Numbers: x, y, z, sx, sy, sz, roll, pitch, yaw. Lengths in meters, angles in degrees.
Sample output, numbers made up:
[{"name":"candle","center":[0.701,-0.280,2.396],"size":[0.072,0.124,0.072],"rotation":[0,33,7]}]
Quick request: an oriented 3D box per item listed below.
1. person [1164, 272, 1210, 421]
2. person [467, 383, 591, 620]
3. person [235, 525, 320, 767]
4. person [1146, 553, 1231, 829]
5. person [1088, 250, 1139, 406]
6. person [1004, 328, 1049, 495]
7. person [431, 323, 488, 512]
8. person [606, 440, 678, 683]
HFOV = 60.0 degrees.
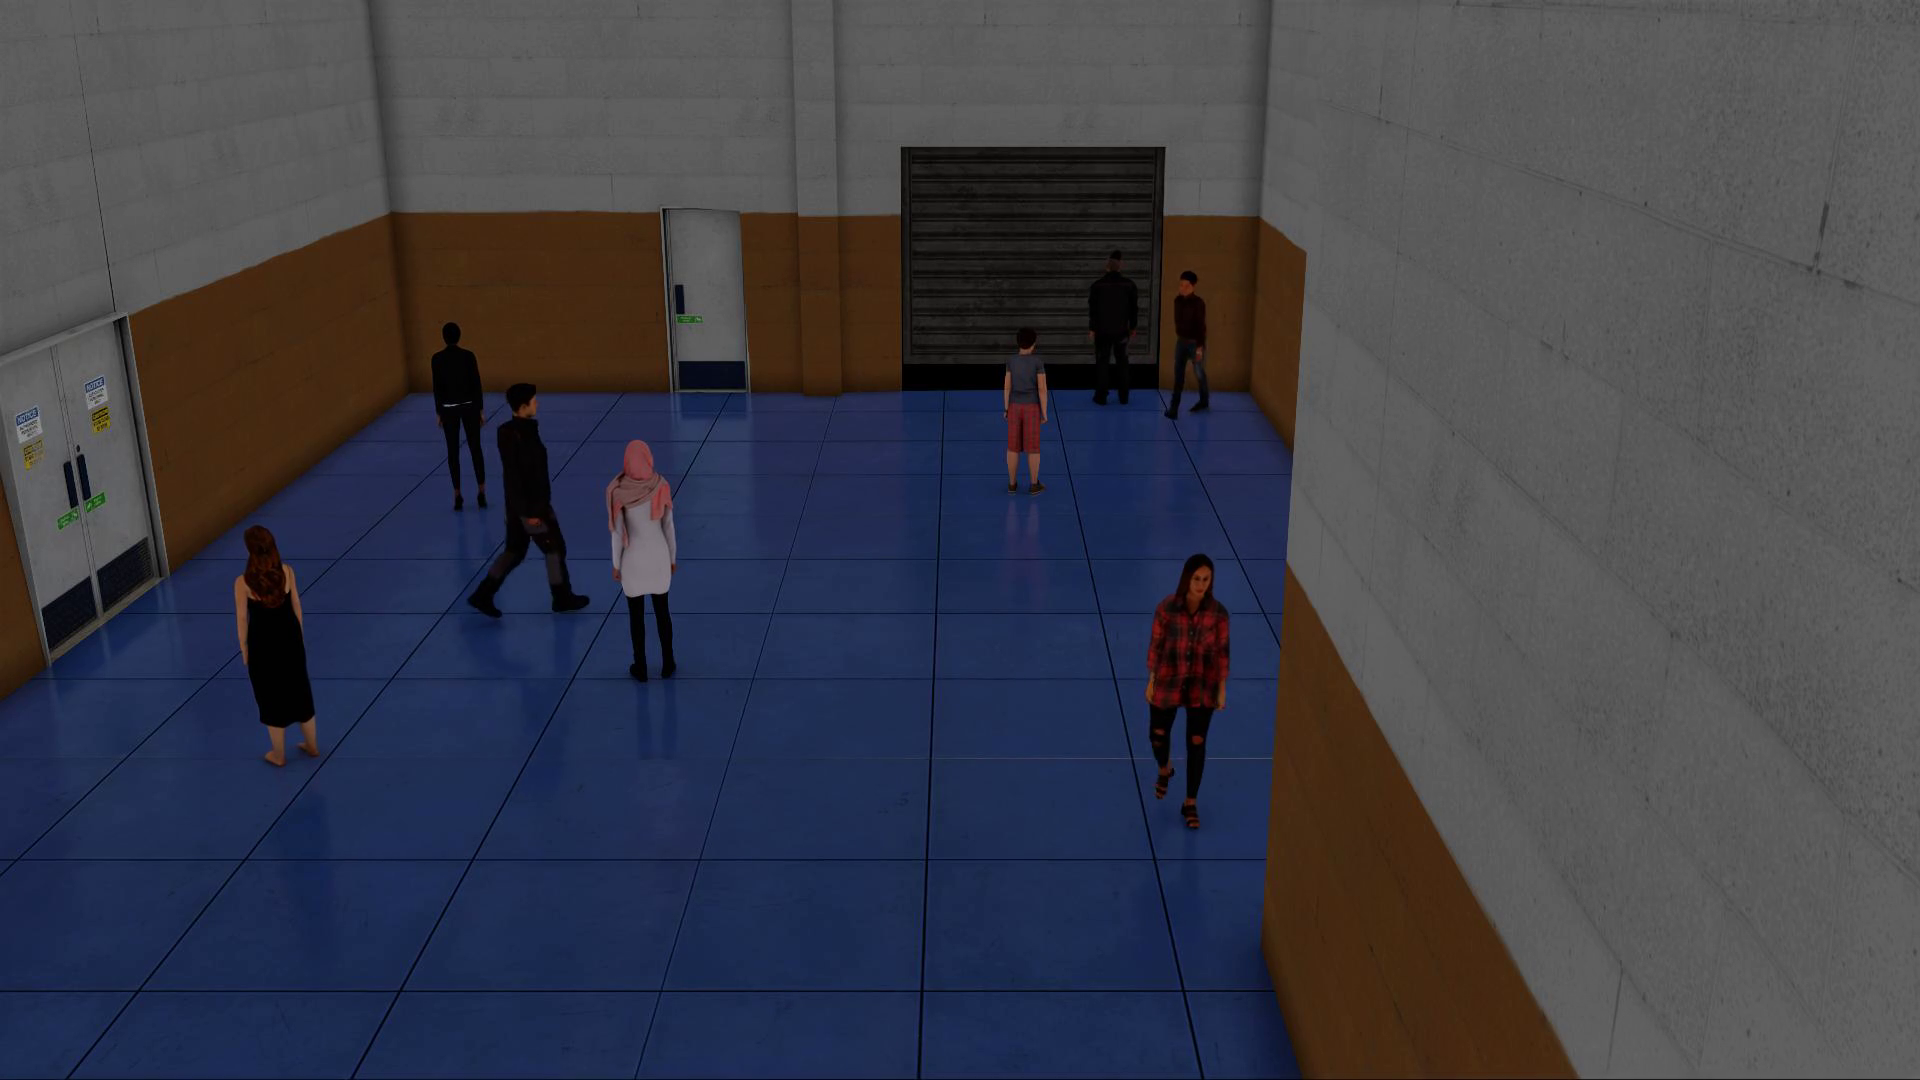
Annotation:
[{"name":"person","center":[2.708,-2.237,19.263],"size":[1.200,1.698,1.207],"rotation":[17,25,41]},{"name":"person","center":[-3.494,-0.275,13.108],"size":[1.283,1.913,1.179],"rotation":[-15,24,-38]},{"name":"person","center":[-4.412,0.679,10.727],"size":[0.671,1.626,0.734],"rotation":[-17,25,-40]},{"name":"person","center":[1.360,0.873,10.047],"size":[0.663,1.694,0.735],"rotation":[2,19,5]},{"name":"person","center":[1.825,-2.550,19.896],"size":[0.570,1.862,0.846],"rotation":[-2,19,-5]},{"name":"person","center":[0.633,-1.282,16.487],"size":[0.544,1.649,0.707],"rotation":[5,19,15]},{"name":"person","center":[-4.784,-1.183,15.923],"size":[0.555,1.834,0.717],"rotation":[-6,19,-16]},{"name":"person","center":[-2.283,0.145,12.032],"size":[0.646,1.804,0.774],"rotation":[-6,20,-18]}]
